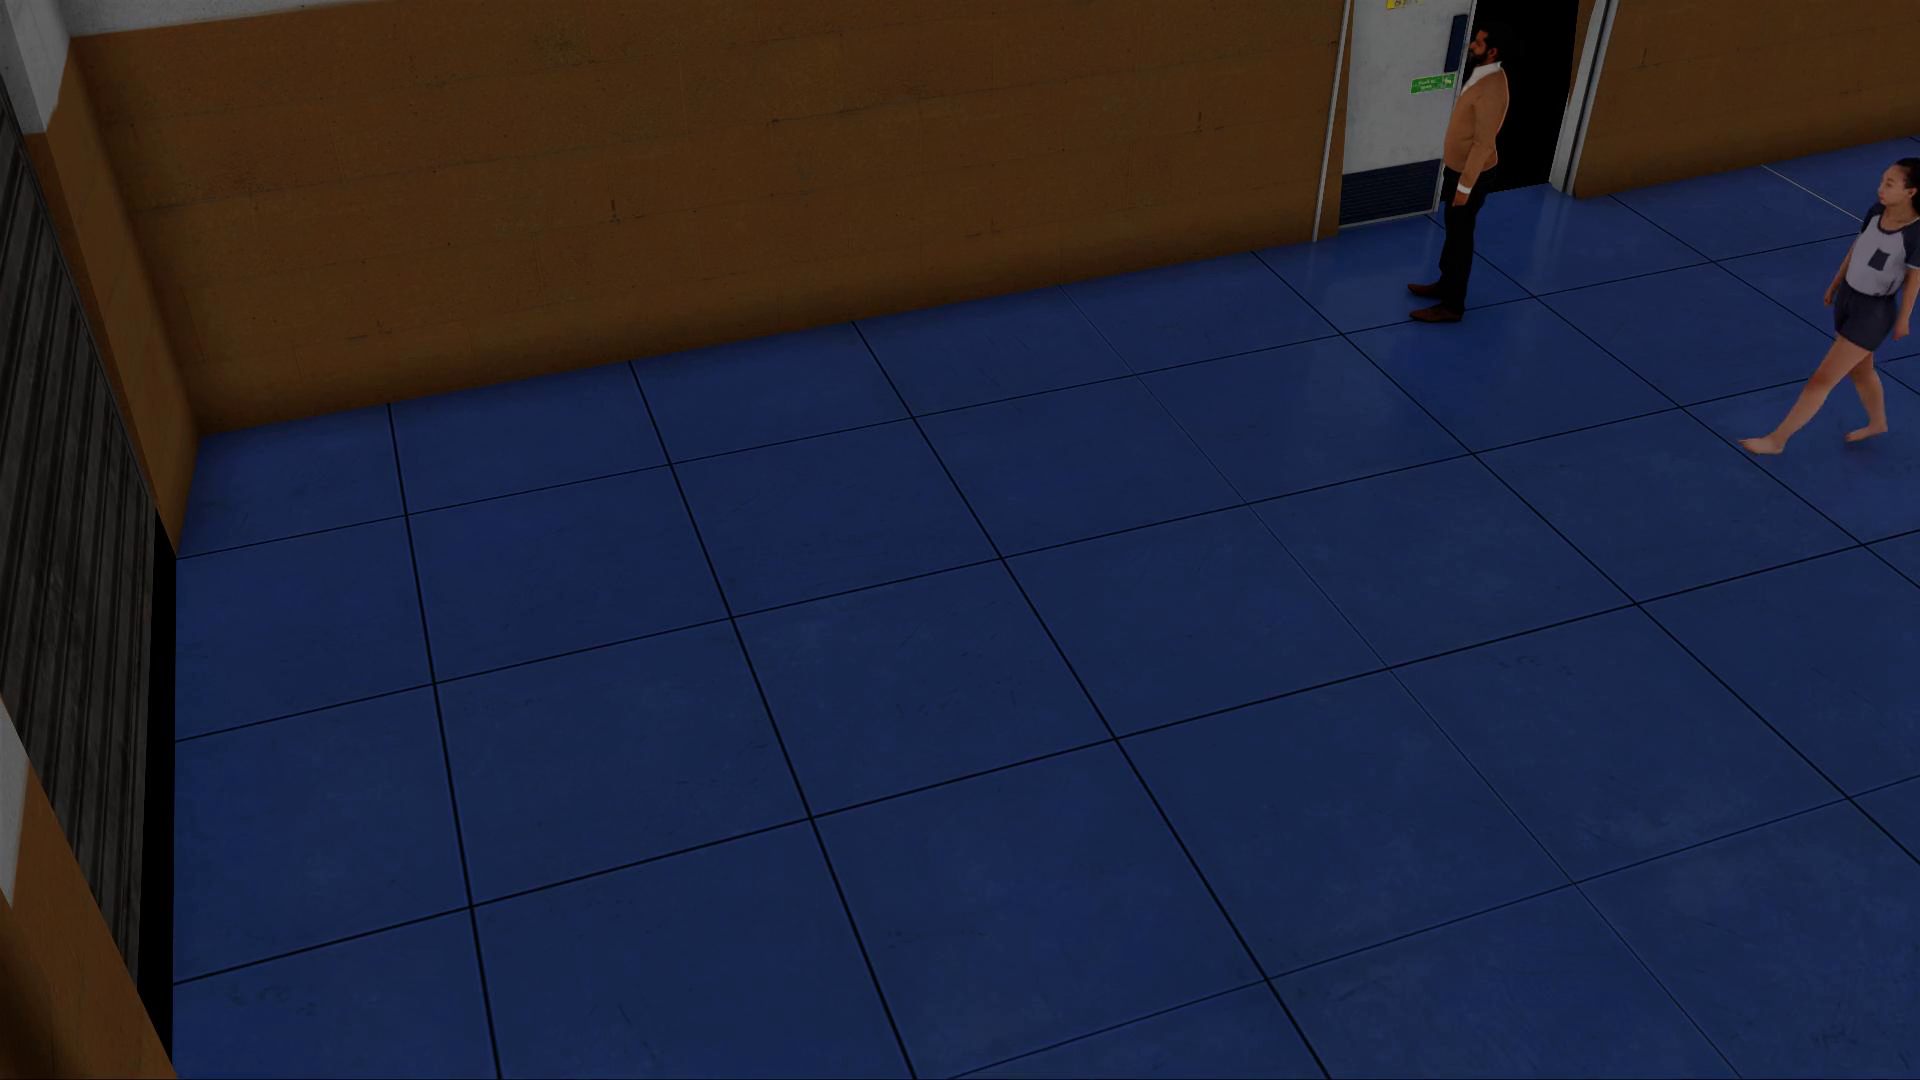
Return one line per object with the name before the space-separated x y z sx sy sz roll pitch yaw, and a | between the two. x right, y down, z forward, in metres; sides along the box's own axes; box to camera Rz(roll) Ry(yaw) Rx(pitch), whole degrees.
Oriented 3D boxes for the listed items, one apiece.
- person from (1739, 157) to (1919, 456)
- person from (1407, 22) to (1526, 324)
person | 4.593 -1.115 8.302 0.879 1.598 1.070 -2 37 -2
person | 2.895 -2.089 9.471 0.813 1.754 0.706 6 37 8
